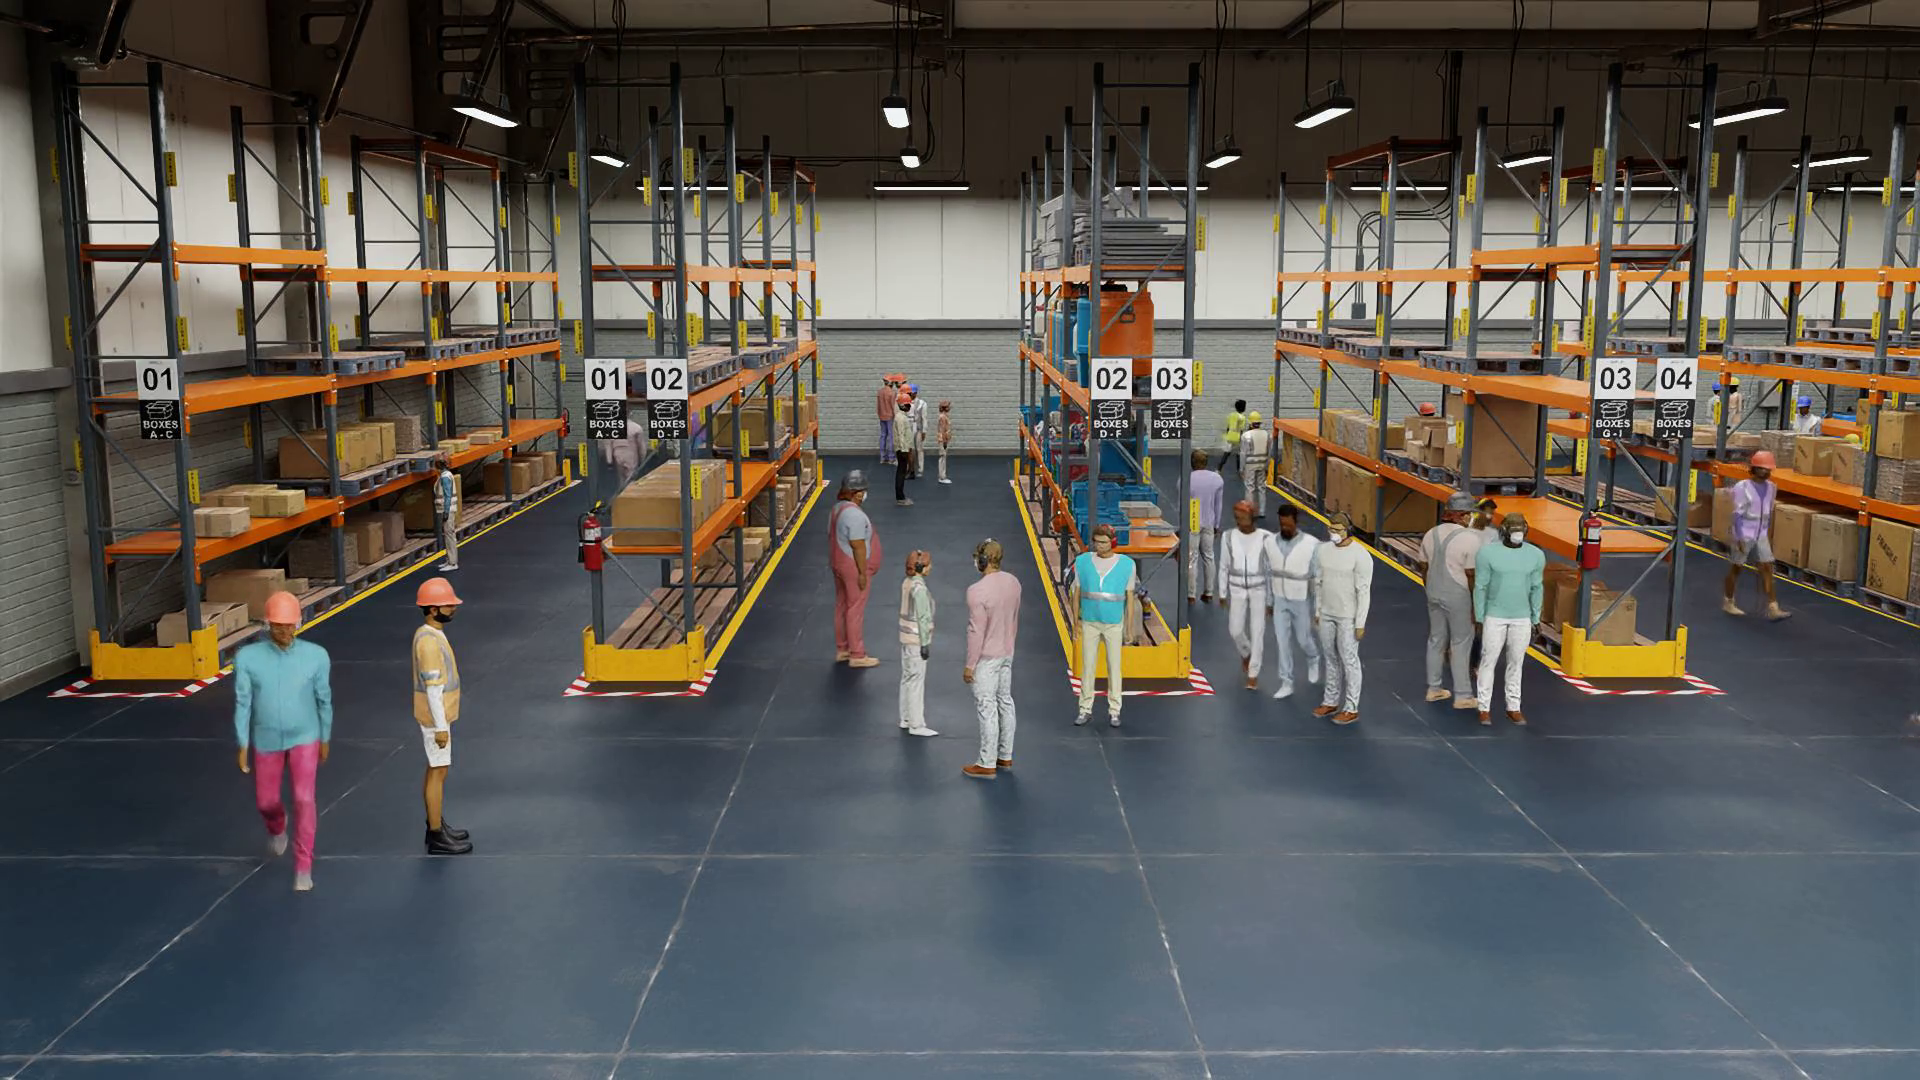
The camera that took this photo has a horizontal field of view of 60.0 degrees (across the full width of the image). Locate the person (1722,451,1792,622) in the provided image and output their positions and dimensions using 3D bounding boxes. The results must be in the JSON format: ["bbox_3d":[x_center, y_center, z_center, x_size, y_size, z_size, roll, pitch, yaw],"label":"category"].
[{"bbox_3d":[9.344,-0.033,19.471,0.625,1.996,0.982,-2,9,-13],"label":"person"}]

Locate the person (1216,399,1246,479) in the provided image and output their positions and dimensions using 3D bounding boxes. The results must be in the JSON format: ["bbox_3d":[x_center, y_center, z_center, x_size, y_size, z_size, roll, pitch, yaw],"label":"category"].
[{"bbox_3d":[5.449,-1.998,33.269,0.860,1.651,0.579,-6,10,-32],"label":"person"}]

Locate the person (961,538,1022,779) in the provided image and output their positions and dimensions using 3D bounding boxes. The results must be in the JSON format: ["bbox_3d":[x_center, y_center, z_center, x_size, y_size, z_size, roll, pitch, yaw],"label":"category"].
[{"bbox_3d":[0.242,0.948,13.377,0.372,1.940,0.631,6,11,34],"label":"person"}]

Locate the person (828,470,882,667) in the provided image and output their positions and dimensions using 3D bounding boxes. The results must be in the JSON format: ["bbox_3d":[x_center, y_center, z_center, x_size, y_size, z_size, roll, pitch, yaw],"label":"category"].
[{"bbox_3d":[-1.078,0.284,17.318,0.536,2.000,0.678,-4,10,-24],"label":"person"}]

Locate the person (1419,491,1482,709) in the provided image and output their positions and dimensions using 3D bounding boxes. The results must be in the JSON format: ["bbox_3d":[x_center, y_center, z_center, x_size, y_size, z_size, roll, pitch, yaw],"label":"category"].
[{"bbox_3d":[4.674,0.545,15.641,0.536,2.000,0.680,-5,10,-28],"label":"person"}]

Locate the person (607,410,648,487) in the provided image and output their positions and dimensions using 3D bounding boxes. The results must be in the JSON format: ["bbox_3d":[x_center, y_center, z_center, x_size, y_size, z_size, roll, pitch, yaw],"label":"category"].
[{"bbox_3d":[-5.650,-1.382,28.563,0.660,1.863,0.957,2,9,15],"label":"person"}]

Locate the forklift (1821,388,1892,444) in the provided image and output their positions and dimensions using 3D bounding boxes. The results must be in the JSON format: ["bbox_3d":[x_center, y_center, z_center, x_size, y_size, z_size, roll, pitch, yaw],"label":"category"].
[{"bbox_3d":[20.072,-3.110,36.462,1.873,2.768,1.129,0,9,0],"label":"forklift"}]

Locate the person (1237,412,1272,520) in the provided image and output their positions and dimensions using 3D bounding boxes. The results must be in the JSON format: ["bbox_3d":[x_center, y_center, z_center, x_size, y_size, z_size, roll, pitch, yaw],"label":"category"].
[{"bbox_3d":[4.885,-1.216,27.678,0.602,1.820,0.429,-4,10,-23],"label":"person"}]

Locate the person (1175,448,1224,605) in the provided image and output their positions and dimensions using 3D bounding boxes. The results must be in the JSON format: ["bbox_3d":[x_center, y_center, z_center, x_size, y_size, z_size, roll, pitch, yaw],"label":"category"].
[{"bbox_3d":[2.942,-0.168,20.554,0.632,1.940,0.372,-3,9,-21],"label":"person"}]

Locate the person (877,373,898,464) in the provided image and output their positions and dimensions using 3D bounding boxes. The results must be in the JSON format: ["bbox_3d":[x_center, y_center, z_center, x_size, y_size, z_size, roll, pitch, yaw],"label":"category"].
[{"bbox_3d":[-1.554,-2.648,36.355,0.389,1.986,0.608,-8,12,-41],"label":"person"}]

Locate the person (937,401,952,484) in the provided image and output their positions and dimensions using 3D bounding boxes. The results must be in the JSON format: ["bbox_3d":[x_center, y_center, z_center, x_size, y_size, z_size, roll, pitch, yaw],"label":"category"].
[{"bbox_3d":[-0.311,-1.936,32.883,0.306,1.640,0.521,0,9,-1],"label":"person"}]

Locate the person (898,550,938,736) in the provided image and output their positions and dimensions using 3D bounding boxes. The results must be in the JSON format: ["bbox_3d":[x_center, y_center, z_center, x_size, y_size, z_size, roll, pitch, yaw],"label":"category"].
[{"bbox_3d":[-0.383,0.900,14.645,0.315,1.638,0.515,-3,9,-17],"label":"person"}]

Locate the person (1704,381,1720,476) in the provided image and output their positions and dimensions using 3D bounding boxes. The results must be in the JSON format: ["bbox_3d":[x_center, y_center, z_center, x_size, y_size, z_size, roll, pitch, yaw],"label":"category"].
[{"bbox_3d":[15.523,-2.290,34.162,0.379,1.950,0.608,1,9,7],"label":"person"}]

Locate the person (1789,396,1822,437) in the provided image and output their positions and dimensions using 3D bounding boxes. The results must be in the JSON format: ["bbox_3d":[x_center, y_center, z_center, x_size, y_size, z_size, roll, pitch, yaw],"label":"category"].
[{"bbox_3d":[15.060,-1.605,29.766,0.614,1.945,0.403,8,12,40],"label":"person"}]

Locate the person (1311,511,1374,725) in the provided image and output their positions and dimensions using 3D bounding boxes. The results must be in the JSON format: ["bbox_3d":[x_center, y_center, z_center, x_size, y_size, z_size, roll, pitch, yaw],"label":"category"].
[{"bbox_3d":[3.446,0.694,15.044,0.375,1.933,0.625,-5,10,-31],"label":"person"}]

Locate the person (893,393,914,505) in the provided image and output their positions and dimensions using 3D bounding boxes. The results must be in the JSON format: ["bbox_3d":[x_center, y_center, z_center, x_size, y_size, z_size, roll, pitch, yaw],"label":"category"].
[{"bbox_3d":[-1.005,-1.623,29.731,0.388,1.992,0.625,0,9,-2],"label":"person"}]

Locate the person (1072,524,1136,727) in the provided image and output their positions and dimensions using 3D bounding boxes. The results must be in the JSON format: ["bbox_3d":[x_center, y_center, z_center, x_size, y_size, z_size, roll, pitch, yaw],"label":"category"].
[{"bbox_3d":[1.288,0.757,14.923,0.563,1.837,0.388,2,9,12],"label":"person"}]

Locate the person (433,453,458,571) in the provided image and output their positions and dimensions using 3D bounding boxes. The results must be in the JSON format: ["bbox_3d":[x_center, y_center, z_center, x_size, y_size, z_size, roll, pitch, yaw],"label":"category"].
[{"bbox_3d":[-7.091,-0.390,22.940,0.307,1.639,0.525,-3,9,-18],"label":"person"}]

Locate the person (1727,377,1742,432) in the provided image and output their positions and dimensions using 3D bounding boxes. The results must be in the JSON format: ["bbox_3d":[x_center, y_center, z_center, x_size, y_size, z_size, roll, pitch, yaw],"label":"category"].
[{"bbox_3d":[16.655,-2.553,35.929,0.385,1.924,0.612,5,10,30],"label":"person"}]

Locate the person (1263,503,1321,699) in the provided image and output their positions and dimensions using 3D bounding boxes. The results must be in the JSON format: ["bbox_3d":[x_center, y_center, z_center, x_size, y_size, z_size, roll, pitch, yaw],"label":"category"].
[{"bbox_3d":[3.243,0.562,16.053,0.613,1.888,0.672,6,11,36],"label":"person"}]

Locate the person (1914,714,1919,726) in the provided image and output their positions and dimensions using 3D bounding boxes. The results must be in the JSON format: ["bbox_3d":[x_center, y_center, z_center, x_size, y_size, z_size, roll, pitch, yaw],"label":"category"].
[{"bbox_3d":[8.663,0.859,14.001,0.955,1.934,0.643,5,10,29],"label":"person"}]

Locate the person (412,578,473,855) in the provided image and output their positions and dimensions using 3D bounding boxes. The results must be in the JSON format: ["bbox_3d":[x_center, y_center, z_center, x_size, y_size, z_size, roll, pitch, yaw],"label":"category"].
[{"bbox_3d":[-3.629,1.221,11.623,0.358,1.938,0.542,-3,9,-19],"label":"person"}]

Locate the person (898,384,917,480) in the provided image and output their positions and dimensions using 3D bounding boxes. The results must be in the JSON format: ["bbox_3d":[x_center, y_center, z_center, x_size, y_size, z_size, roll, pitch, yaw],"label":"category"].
[{"bbox_3d":[-1.067,-2.172,33.493,0.388,1.928,0.549,-2,9,-10],"label":"person"}]

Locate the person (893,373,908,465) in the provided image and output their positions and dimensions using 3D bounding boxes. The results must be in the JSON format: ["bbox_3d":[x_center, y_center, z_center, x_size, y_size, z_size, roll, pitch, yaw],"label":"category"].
[{"bbox_3d":[-1.276,-2.625,36.177,0.382,1.993,0.622,1,9,7],"label":"person"}]

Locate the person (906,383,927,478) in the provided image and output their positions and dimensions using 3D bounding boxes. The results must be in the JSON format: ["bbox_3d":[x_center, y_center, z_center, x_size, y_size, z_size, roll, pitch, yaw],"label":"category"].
[{"bbox_3d":[-0.963,-2.219,33.753,0.608,1.938,0.409,3,9,21],"label":"person"}]

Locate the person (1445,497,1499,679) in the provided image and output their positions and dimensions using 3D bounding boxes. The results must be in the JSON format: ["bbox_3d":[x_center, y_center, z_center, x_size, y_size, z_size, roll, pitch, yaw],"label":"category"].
[{"bbox_3d":[5.170,0.470,16.783,0.531,1.844,0.533,-2,9,-10],"label":"person"}]

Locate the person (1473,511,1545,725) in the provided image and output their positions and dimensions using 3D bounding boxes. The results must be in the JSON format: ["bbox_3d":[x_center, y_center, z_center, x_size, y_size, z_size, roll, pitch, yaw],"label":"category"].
[{"bbox_3d":[4.919,0.705,14.939,0.627,1.940,0.371,0,9,2],"label":"person"}]

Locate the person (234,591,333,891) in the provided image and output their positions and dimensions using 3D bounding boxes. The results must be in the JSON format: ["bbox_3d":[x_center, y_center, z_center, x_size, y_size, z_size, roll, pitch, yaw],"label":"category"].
[{"bbox_3d":[-4.469,1.293,11.026,0.620,1.978,0.669,-3,9,-20],"label":"person"}]

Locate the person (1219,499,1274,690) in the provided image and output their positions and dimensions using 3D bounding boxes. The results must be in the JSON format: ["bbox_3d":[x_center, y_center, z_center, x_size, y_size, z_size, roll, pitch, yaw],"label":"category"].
[{"bbox_3d":[2.857,0.511,16.403,0.605,1.870,0.588,3,9,21],"label":"person"}]
